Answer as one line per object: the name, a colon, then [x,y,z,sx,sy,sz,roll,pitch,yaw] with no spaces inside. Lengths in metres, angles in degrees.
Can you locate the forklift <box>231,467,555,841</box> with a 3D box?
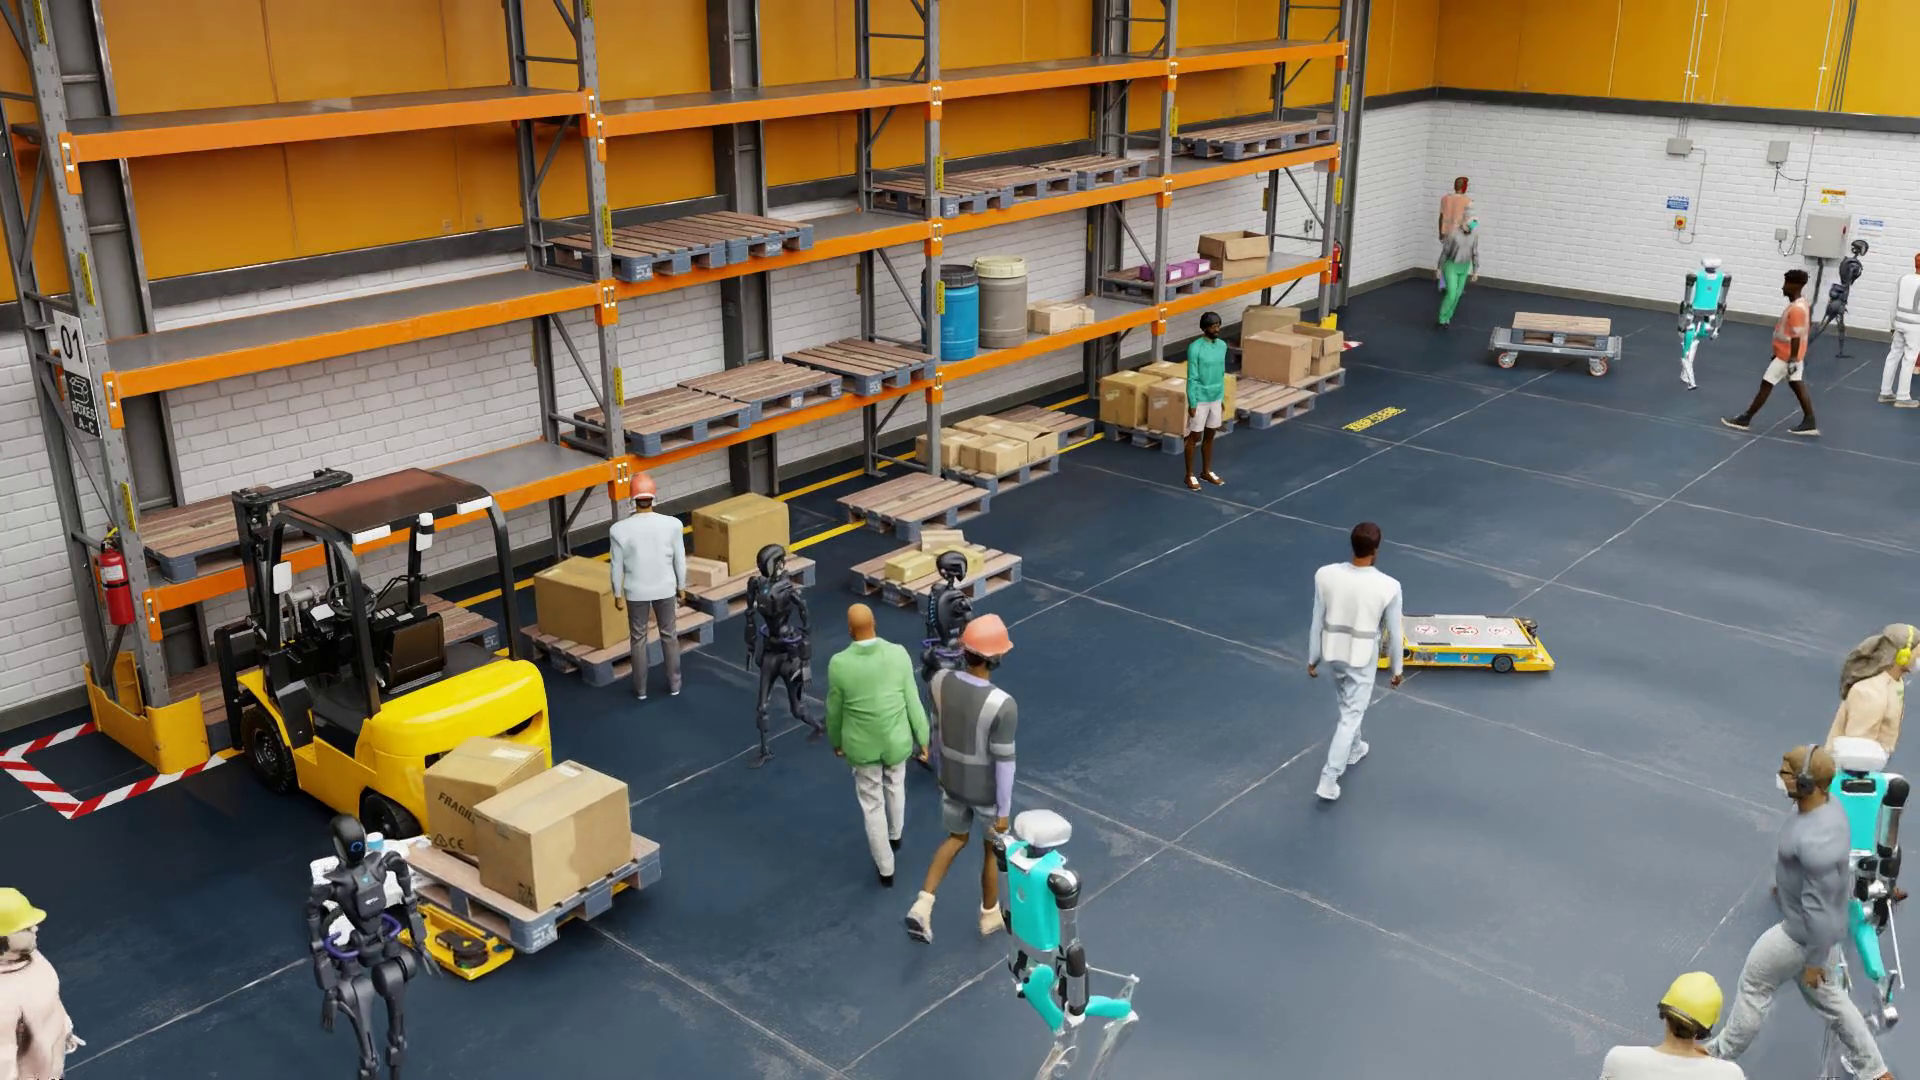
forklift: [-3.730,0.710,10.856,2.313,2.155,1.214,17,26,38]

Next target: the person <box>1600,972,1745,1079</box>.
person: [2.773,2.513,6.608,0.519,1.752,0.422,0,20,0]

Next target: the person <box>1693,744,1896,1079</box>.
person: [4.182,1.889,8.115,0.979,1.883,0.641,14,24,32]

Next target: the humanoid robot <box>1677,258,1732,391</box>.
humanoid robot: [9.185,-2.709,20.763,0.532,1.721,1.005,2,20,6]

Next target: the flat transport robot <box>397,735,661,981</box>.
flat transport robot: [-2.531,2.103,9.853,0.659,0.231,1.431,14,25,34]

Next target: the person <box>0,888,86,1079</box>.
person: [-4.004,2.298,7.071,0.915,1.830,0.812,-7,21,-18]

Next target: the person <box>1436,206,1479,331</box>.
person: [7.142,-3.905,23.890,0.535,1.814,0.525,-7,21,-18]

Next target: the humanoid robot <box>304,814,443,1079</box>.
humanoid robot: [-2.804,2.045,7.973,0.324,1.655,0.602,17,26,39]

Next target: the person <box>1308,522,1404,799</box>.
person: [2.633,0.782,11.119,0.607,1.873,0.976,14,25,34]

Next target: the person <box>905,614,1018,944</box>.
person: [0.034,1.382,9.282,0.611,2.019,0.720,15,25,35]

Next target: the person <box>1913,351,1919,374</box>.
person: [12.659,-2.999,21.513,0.470,1.768,0.378,11,23,28]

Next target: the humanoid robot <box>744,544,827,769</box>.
humanoid robot: [-1.208,0.773,11.510,0.610,1.651,0.721,13,24,32]

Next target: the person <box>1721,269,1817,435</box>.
person: [9.445,-2.151,19.020,1.024,1.913,0.616,11,23,28]

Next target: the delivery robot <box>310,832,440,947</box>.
delivery robot: [-3.412,2.000,9.720,0.781,0.595,0.499,-10,23,-26]

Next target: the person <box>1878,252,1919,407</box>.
person: [11.509,-2.553,20.138,0.346,1.882,0.582,-6,21,-15]

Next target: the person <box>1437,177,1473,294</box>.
person: [7.821,-4.814,26.321,0.376,1.841,0.571,-17,26,-38]

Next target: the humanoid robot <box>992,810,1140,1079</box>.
humanoid robot: [0.506,2.045,7.883,0.913,1.766,0.552,-15,25,-34]

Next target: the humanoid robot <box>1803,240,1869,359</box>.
humanoid robot: [11.781,-3.253,22.410,0.757,1.612,0.613,9,22,23]

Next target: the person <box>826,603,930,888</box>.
person: [-0.519,1.198,10.174,0.604,1.739,0.807,-5,21,-14]

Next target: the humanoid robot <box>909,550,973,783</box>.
humanoid robot: [-0.107,0.866,11.160,0.395,1.644,0.595,-12,24,-30]

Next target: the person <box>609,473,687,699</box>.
person: [-2.336,0.345,12.484,0.573,1.745,0.347,-6,21,-17]

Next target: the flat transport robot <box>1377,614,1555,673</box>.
flat transport robot: [3.948,0.824,13.318,1.431,0.231,0.659,1,20,3]

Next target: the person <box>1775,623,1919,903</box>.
person: [5.238,1.341,9.675,0.659,1.843,0.615,17,26,39]

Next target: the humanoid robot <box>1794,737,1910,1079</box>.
humanoid robot: [4.426,1.954,8.261,0.554,1.860,0.760,2,20,4]

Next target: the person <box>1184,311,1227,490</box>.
person: [2.531,-1.454,17.209,0.496,1.849,0.395,-13,24,-32]
